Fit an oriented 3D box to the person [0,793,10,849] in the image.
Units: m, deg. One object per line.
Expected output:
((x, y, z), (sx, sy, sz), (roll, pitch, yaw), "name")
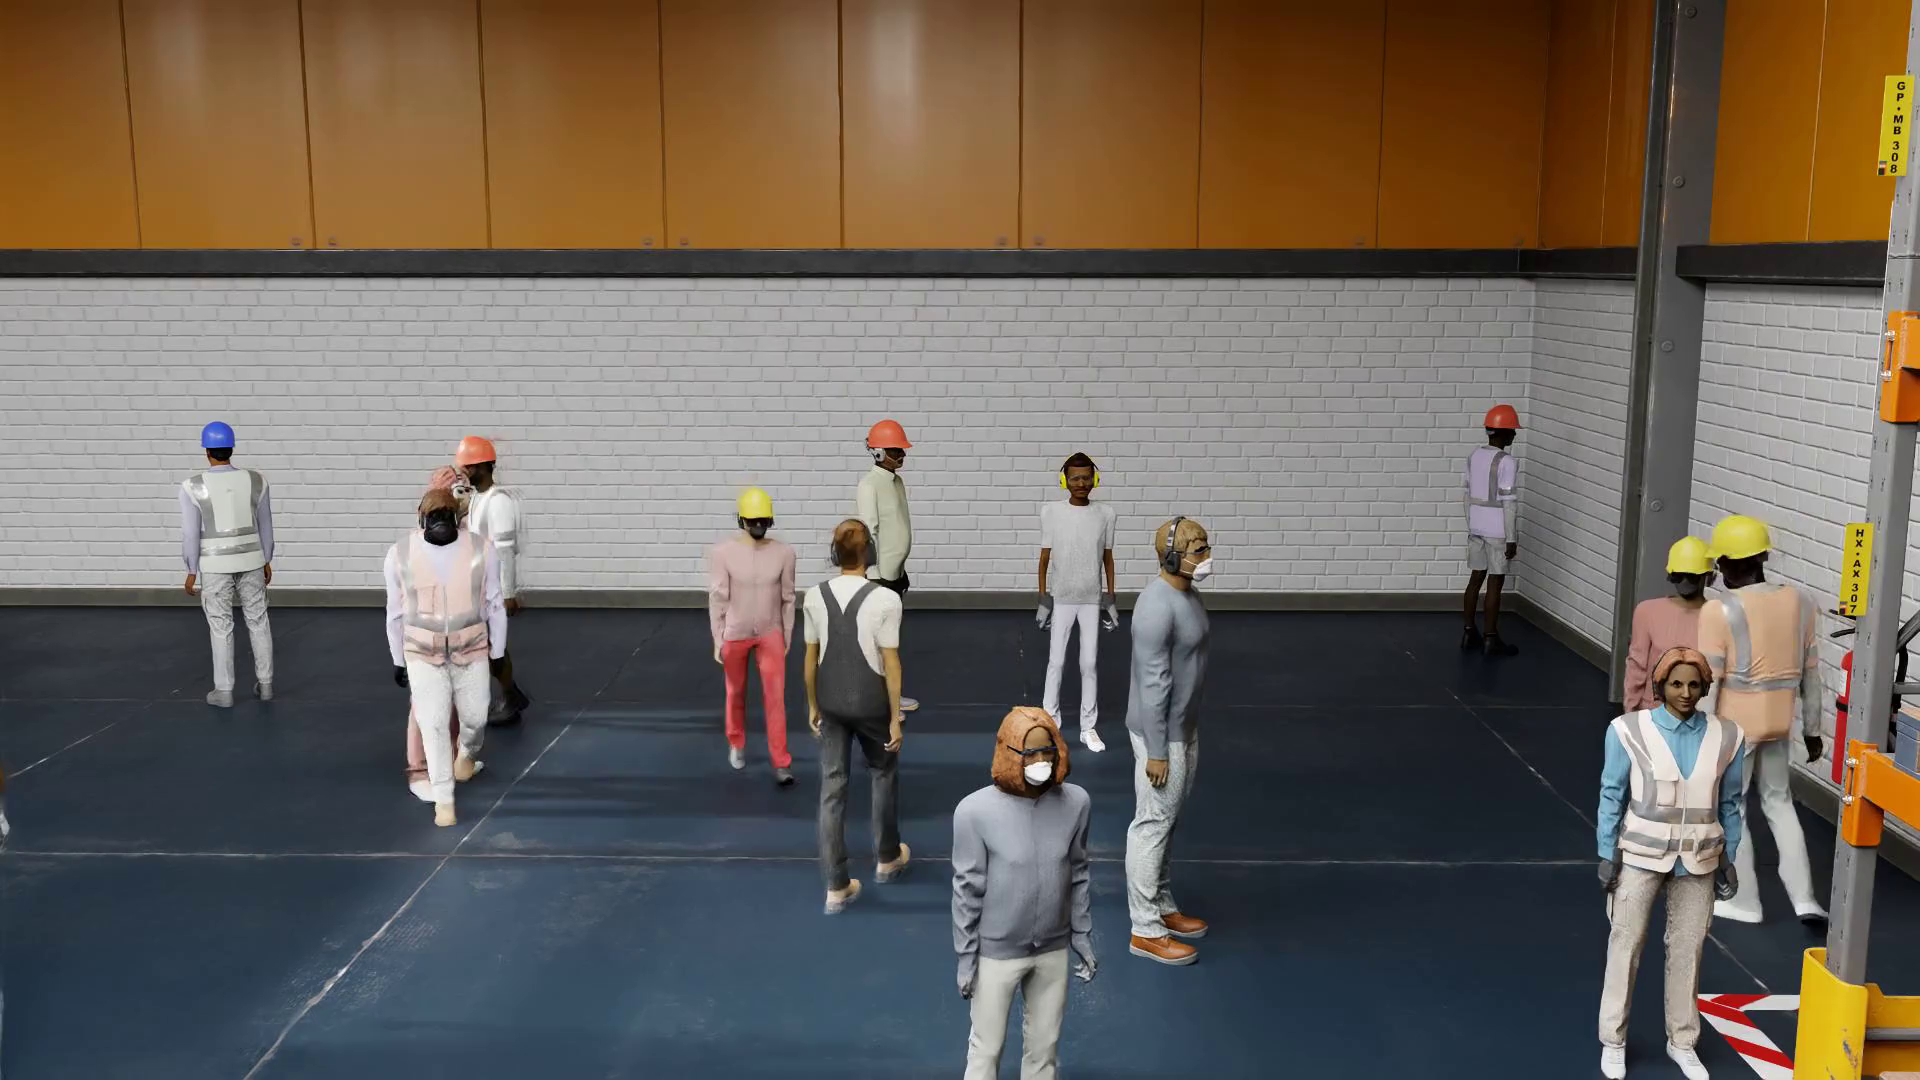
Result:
((-3.899, 1.069, 6.306), (0.528, 1.837, 0.918), (-8, 12, -40), "person")

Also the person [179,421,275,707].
((-4.990, 0.165, 11.360), (0.603, 1.949, 0.397), (-8, 13, -41), "person")

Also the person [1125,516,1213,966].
((0.919, 0.851, 7.278), (0.376, 1.940, 0.629), (3, 10, 20), "person")

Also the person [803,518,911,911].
((-0.475, 0.794, 7.973), (0.531, 1.813, 0.850), (3, 10, 17), "person")

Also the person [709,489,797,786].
((-1.192, 0.563, 9.665), (0.542, 1.722, 0.922), (-3, 10, -18), "person")

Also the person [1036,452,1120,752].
((0.729, 0.387, 10.261), (0.520, 1.873, 0.328), (-1, 10, -7), "person")

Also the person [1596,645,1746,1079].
((2.608, 1.190, 6.142), (0.520, 1.640, 0.307), (1, 10, 4), "person")

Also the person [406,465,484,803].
((-2.945, 0.521, 9.443), (0.479, 1.880, 0.727), (-2, 10, -11), "person")

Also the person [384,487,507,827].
((-2.819, 0.599, 9.156), (0.631, 1.822, 0.722), (-3, 10, -19), "person")

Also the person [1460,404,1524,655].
((4.133, -0.080, 12.861), (0.366, 1.935, 0.552), (-3, 10, -19), "person")

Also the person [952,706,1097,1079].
((0.207, 1.326, 5.343), (0.498, 1.634, 0.278), (-4, 10, -25), "person")

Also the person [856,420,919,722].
((-0.487, 0.198, 11.026), (0.382, 1.995, 0.612), (3, 10, 16), "person")

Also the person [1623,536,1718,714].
((3.381, 0.849, 7.815), (0.532, 1.765, 0.331), (7, 12, 35), "person")

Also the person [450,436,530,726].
((-3.061, 0.280, 10.769), (0.424, 1.909, 0.563), (-5, 11, -29), "person")

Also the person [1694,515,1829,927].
((3.614, 0.837, 7.515), (0.640, 1.891, 0.596), (-3, 10, -16), "person")
